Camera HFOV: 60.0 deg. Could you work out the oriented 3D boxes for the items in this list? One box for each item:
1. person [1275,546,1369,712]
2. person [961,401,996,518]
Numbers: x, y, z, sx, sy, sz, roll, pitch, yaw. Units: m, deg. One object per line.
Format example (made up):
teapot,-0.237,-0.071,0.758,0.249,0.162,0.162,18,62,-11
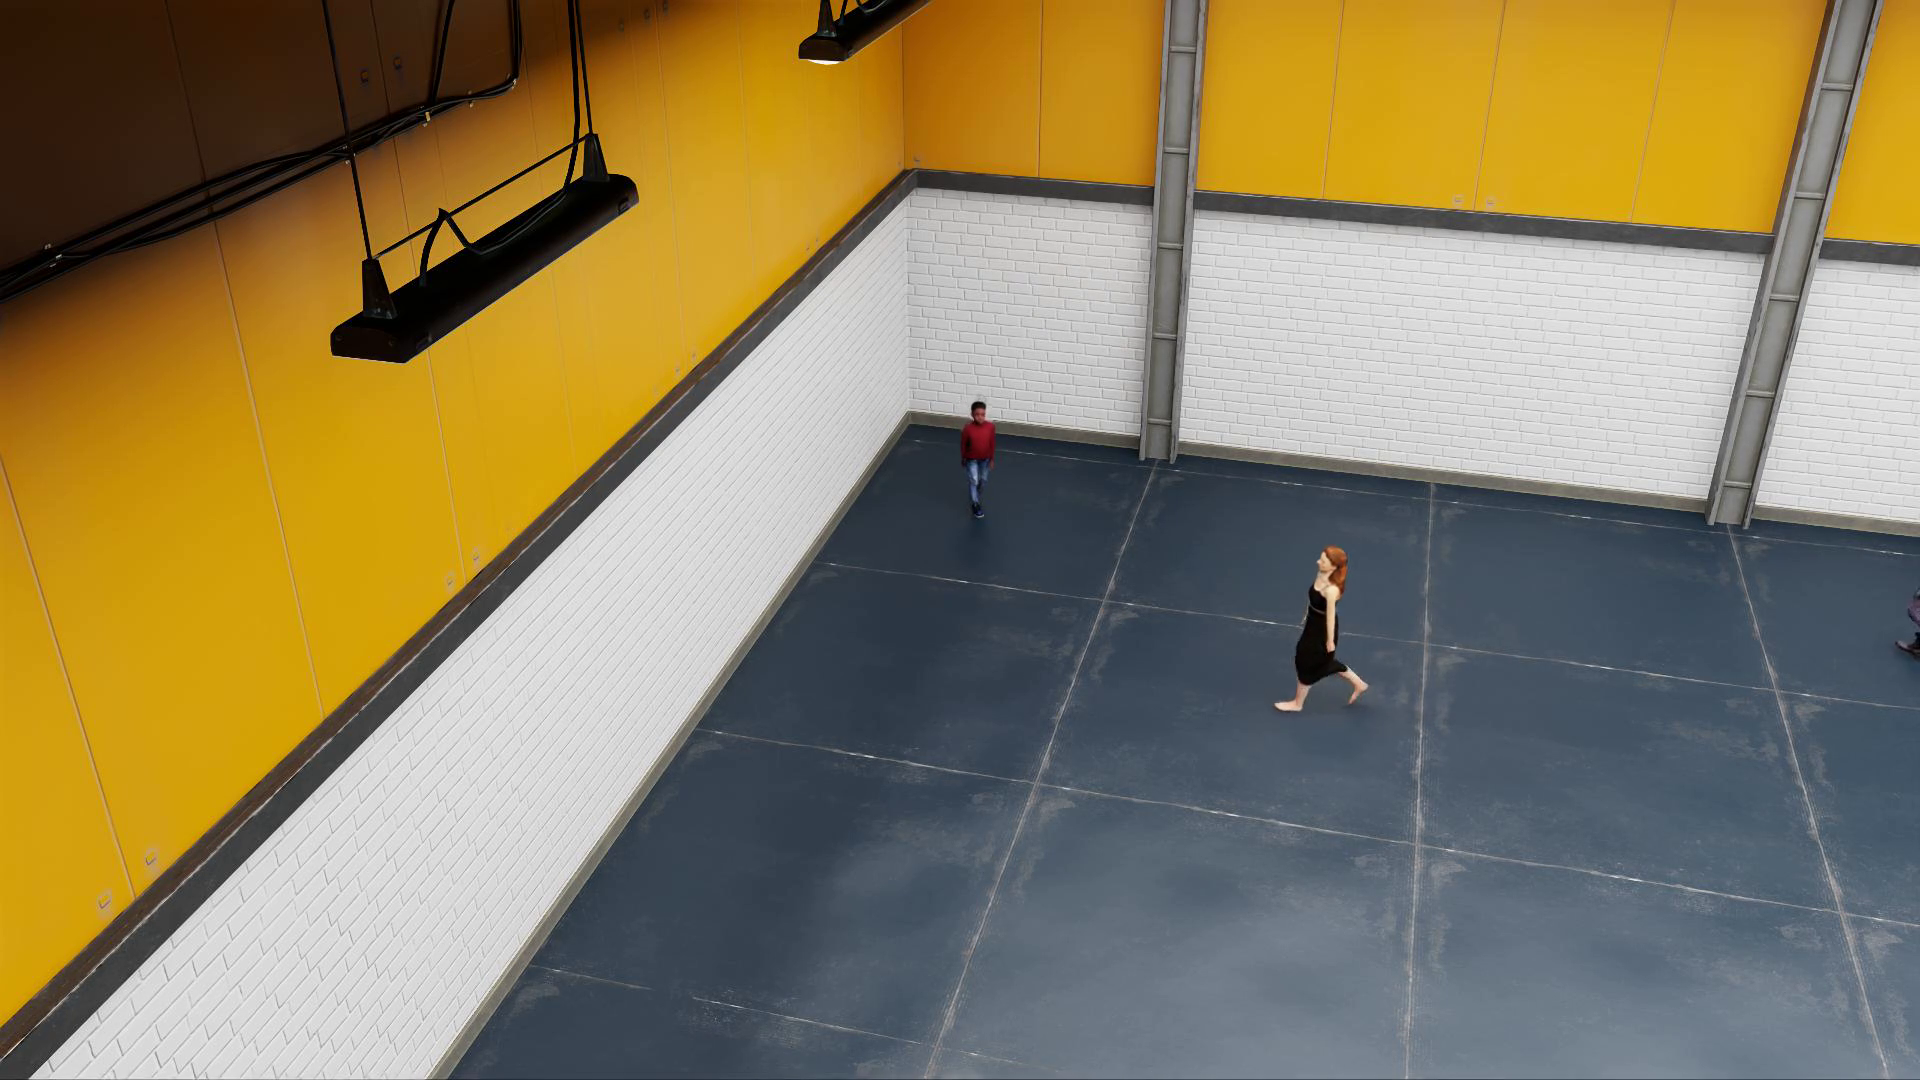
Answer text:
person,3.136,0.764,13.994,1.054,1.599,0.677,2,29,4
person,0.172,-0.901,17.428,0.821,1.233,0.793,-5,29,-9
